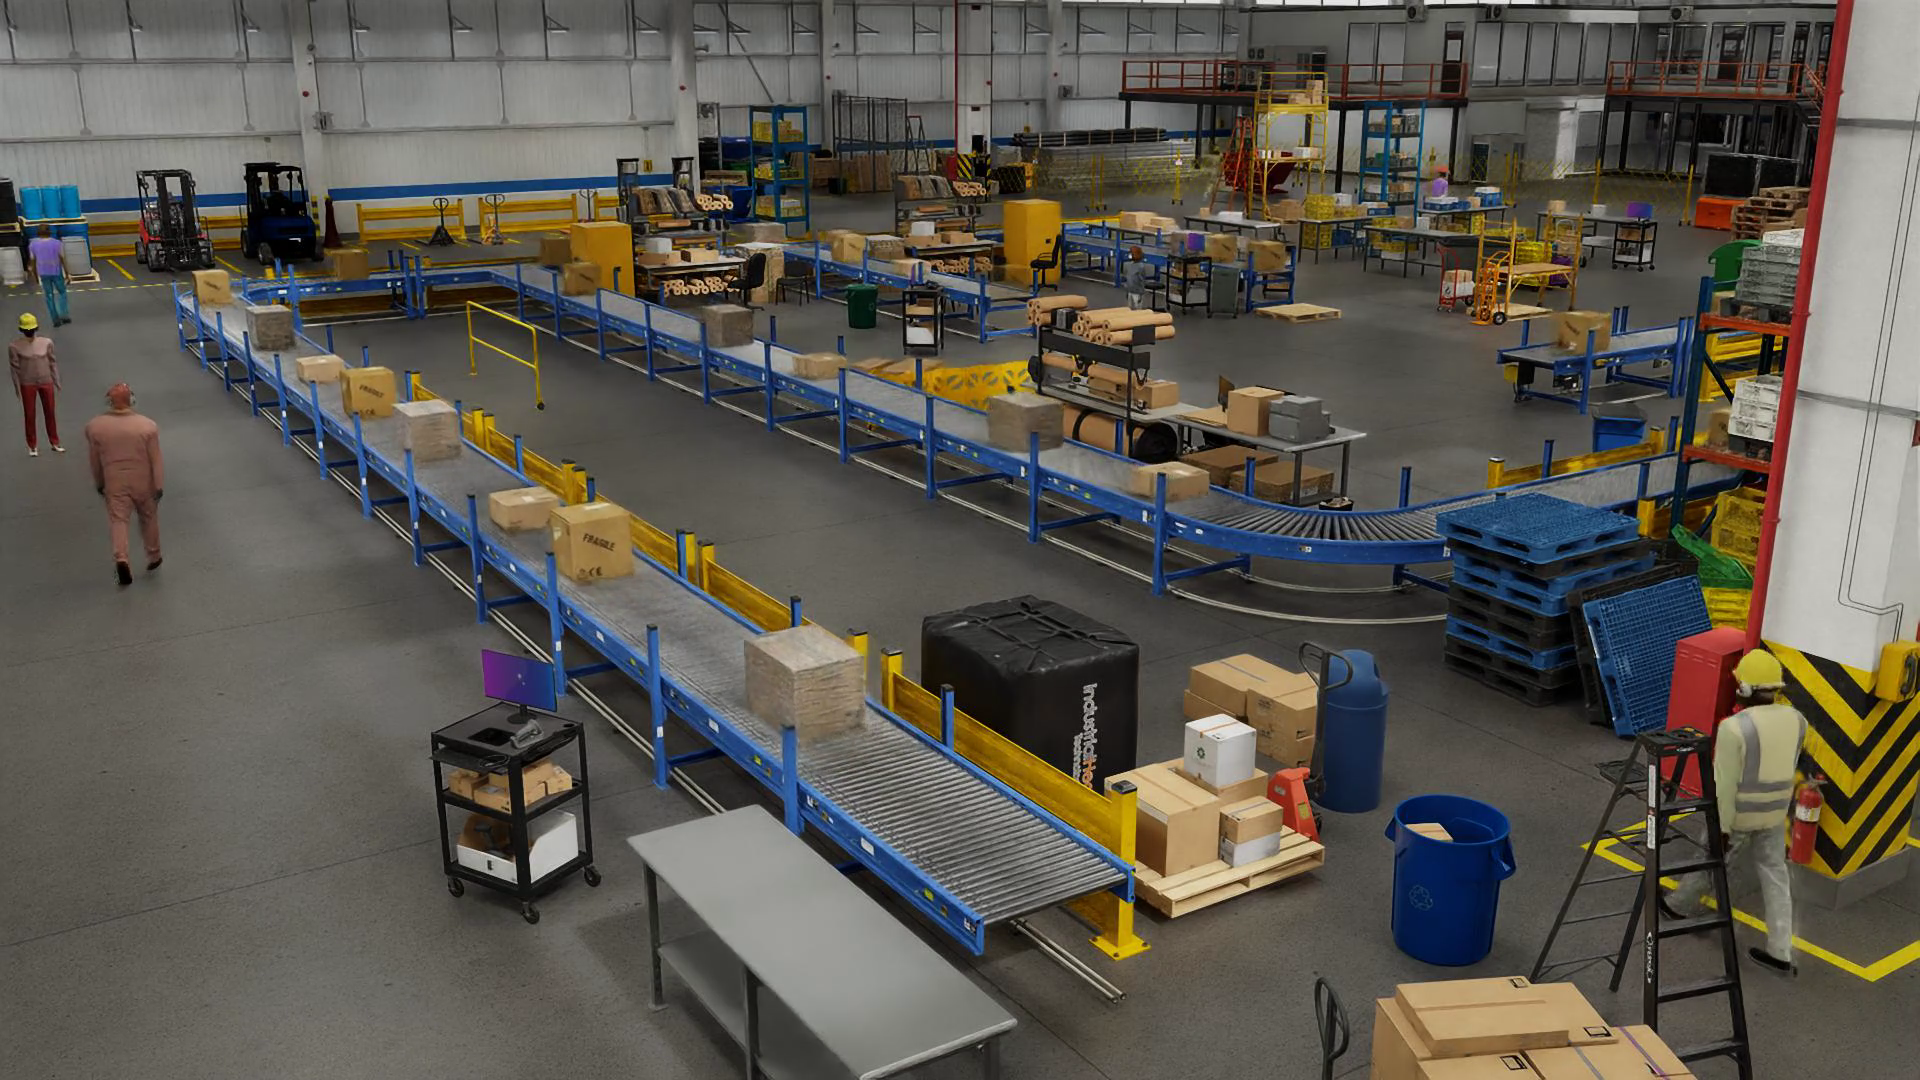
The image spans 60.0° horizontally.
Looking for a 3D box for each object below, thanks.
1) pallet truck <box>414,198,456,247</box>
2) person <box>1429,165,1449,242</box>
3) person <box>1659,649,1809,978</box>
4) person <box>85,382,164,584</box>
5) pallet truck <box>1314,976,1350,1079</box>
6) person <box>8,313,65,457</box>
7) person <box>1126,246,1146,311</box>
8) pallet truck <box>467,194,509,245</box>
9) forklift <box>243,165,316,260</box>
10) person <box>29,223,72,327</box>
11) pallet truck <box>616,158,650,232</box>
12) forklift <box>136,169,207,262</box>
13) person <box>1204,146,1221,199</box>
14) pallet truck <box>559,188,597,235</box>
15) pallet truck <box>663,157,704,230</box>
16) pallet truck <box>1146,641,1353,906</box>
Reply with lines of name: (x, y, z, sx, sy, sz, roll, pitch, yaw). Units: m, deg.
pallet truck: (-13.250, -8.060, 41.856, 0.680, 1.201, 1.601, -10, 20, -31)
person: (12.297, -8.547, 42.308, 0.792, 1.911, 0.560, -9, 19, -26)
person: (4.363, 1.461, 9.232, 0.614, 1.778, 0.941, -5, 18, -17)
person: (-7.876, -0.554, 15.759, 0.640, 1.881, 0.860, -6, 18, -20)
pallet truck: (2.299, 2.390, 7.086, 1.601, 1.201, 0.680, -2, 17, -7)
person: (-11.378, -1.921, 20.510, 0.530, 1.765, 0.326, -16, 23, -42)
person: (2.966, -4.175, 28.233, 0.280, 1.634, 0.498, -7, 18, -22)
pallet truck: (-11.983, -8.177, 42.137, 0.704, 1.261, 1.522, -11, 20, -33)
forklift: (-15.898, -7.669, 38.708, 1.157, 1.987, 2.680, -11, 20, -33)
person: (-16.317, -4.777, 29.904, 0.605, 1.819, 0.735, -5, 18, -18)
pallet truck: (-8.918, -9.176, 44.255, 0.823, 1.965, 1.885, -9, 19, -27)
forklift: (-17.842, -7.318, 37.559, 1.157, 1.987, 2.680, -10, 20, -31)
person: (8.136, -11.843, 53.630, 0.742, 1.707, 0.518, -12, 20, -34)
pallet truck: (-10.010, -8.652, 43.699, 0.653, 1.274, 1.630, -10, 20, -31)
pallet truck: (-7.586, -9.308, 44.692, 0.823, 1.965, 1.885, -11, 20, -33)
pallet truck: (1.664, 1.407, 10.232, 1.630, 1.274, 0.653, -10, 20, -31)
